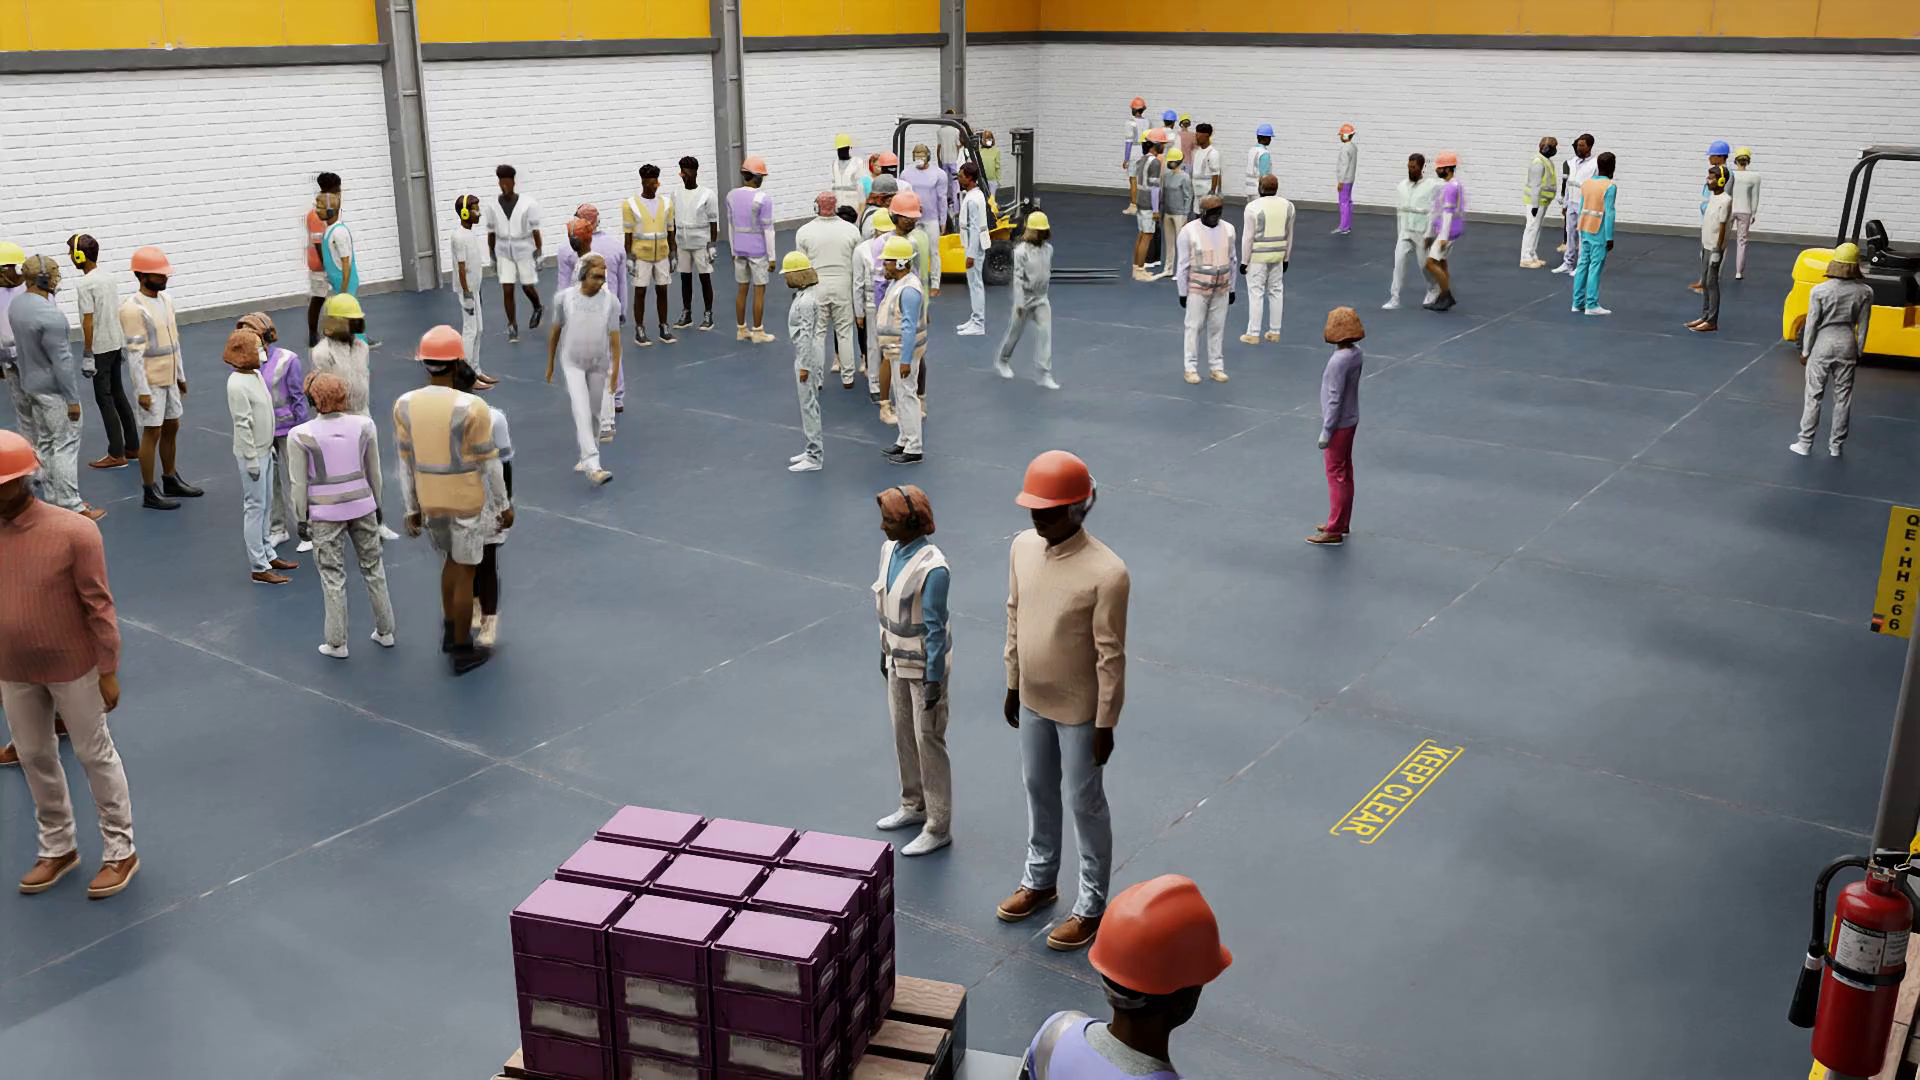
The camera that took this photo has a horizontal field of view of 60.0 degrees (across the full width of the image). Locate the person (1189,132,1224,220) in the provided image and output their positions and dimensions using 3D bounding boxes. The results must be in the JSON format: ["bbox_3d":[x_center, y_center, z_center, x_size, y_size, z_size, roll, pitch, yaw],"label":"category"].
[{"bbox_3d":[3.767,-5.342,25.349,0.975,1.823,0.564,-13,22,-36],"label":"person"}]

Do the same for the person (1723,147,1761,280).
[{"bbox_3d":[10.501,-4.414,22.511,0.523,1.767,0.318,6,19,19],"label":"person"}]

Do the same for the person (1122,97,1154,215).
[{"bbox_3d":[3.140,-6.820,29.577,0.609,2.048,0.367,-13,22,-35],"label":"person"}]

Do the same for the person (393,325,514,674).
[{"bbox_3d":[-2.754,-0.229,9.181,0.563,1.916,0.597,6,19,17],"label":"person"}]

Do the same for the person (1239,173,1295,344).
[{"bbox_3d":[3.326,-3.069,18.178,0.633,1.841,0.429,-7,19,-22],"label":"person"}]

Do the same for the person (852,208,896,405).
[{"bbox_3d":[-0.693,-2.155,15.366,0.603,1.817,0.403,-8,19,-23],"label":"person"}]

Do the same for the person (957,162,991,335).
[{"bbox_3d":[0.153,-3.260,18.667,0.386,1.917,0.606,0,18,1],"label":"person"}]

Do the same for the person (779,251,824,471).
[{"bbox_3d":[-1.252,-1.420,13.204,0.323,1.728,0.489,-3,18,-9],"label":"person"}]

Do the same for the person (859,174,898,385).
[{"bbox_3d":[-0.724,-2.558,16.257,0.535,2.000,0.686,-4,18,-11],"label":"person"}]

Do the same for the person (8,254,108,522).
[{"bbox_3d":[-6.384,-1.046,11.718,0.635,1.929,0.381,14,22,36],"label":"person"}]

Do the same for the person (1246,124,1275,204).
[{"bbox_3d":[4.400,-5.119,24.437,0.415,1.939,0.605,-3,18,-10],"label":"person"}]

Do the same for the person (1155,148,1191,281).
[{"bbox_3d":[2.891,-4.396,22.459,0.333,1.763,0.527,-12,21,-32],"label":"person"}]

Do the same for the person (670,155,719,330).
[{"bbox_3d":[-3.037,-3.375,18.933,0.604,1.966,0.367,6,19,19],"label":"person"}]

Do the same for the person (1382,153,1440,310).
[{"bbox_3d":[5.601,-3.777,20.363,0.916,1.865,0.609,-15,23,-40],"label":"person"}]

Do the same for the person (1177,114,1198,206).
[{"bbox_3d":[3.987,-6.727,29.764,0.532,1.756,0.344,-3,18,-9],"label":"person"}]

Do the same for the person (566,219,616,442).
[{"bbox_3d":[-3.109,-1.760,14.017,0.359,1.882,0.575,0,18,1],"label":"person"}]

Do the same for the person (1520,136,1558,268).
[{"bbox_3d":[8.207,-4.777,23.548,0.434,1.835,0.619,10,20,28],"label":"person"}]

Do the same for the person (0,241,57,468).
[{"bbox_3d":[-7.317,-1.413,13.011,0.587,1.835,0.403,5,18,14],"label":"person"}]

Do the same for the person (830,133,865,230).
[{"bbox_3d":[-1.518,-4.721,23.252,0.610,1.900,0.756,10,20,29],"label":"person"}]

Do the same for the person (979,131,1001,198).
[{"bbox_3d":[0.439,-5.941,27.518,0.497,1.626,0.288,-7,19,-21],"label":"person"}]

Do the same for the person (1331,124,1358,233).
[{"bbox_3d":[6.279,-5.905,27.190,0.342,1.748,0.572,9,20,27],"label":"person"}]

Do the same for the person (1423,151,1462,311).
[{"bbox_3d":[5.809,-3.696,20.004,0.414,1.922,0.594,5,18,16],"label":"person"}]

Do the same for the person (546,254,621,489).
[{"bbox_3d":[-2.876,-1.306,12.771,0.582,1.772,0.951,-6,19,-17],"label":"person"}]

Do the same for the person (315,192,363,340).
[{"bbox_3d":[-6.078,-2.473,16.322,0.347,1.838,0.505,-9,20,-26],"label":"person"}]

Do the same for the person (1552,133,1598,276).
[{"bbox_3d":[8.527,-4.602,22.847,0.391,1.920,0.593,-8,19,-22],"label":"person"}]

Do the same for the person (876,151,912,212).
[{"bbox_3d":[-0.838,-3.669,19.917,0.547,1.929,0.387,-10,20,-28],"label":"person"}]

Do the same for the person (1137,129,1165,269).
[{"bbox_3d":[2.660,-4.808,23.478,0.385,1.925,0.592,11,21,31],"label":"person"}]

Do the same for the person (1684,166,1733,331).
[{"bbox_3d":[8.532,-3.298,18.875,0.328,1.861,0.501,1,18,4],"label":"person"}]

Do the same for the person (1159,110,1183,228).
[{"bbox_3d":[3.445,-6.198,27.813,0.660,1.932,0.444,16,24,40],"label":"person"}]

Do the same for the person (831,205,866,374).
[{"bbox_3d":[-1.112,-2.505,16.660,0.536,1.691,0.319,3,18,10],"label":"person"}]

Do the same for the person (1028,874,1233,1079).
[{"bbox_3d":[0.373,1.588,3.481,0.380,1.930,0.545,-11,21,-30],"label":"person"}]

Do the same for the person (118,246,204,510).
[{"bbox_3d":[-5.837,-1.181,12.156,0.425,1.924,0.558,2,18,5],"label":"person"}]

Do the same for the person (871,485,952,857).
[{"bbox_3d":[-0.200,0.548,7.209,0.320,1.631,0.525,-10,20,-28],"label":"person"}]
